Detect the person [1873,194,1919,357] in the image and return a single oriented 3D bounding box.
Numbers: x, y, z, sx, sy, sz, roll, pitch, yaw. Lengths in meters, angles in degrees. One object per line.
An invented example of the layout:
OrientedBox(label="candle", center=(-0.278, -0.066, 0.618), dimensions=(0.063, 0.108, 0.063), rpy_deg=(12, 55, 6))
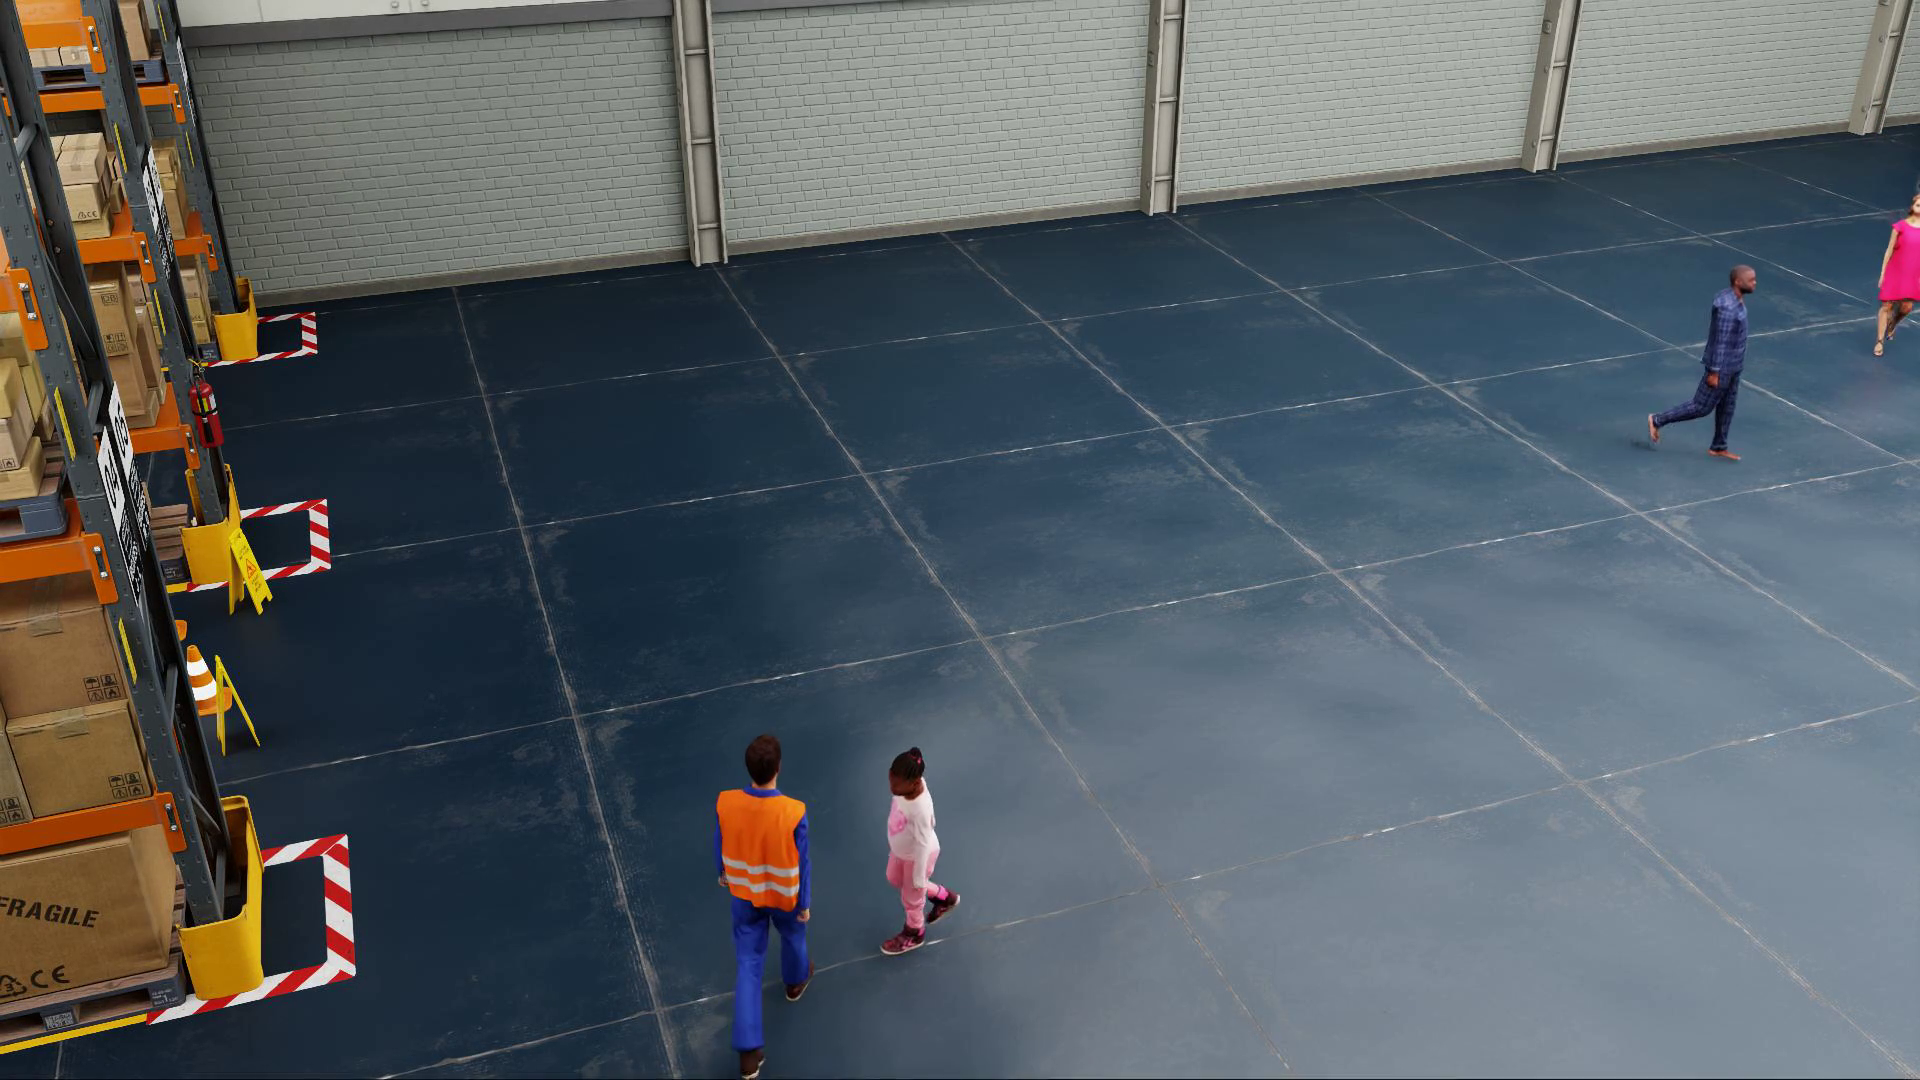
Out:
OrientedBox(label="person", center=(9.672, -2.746, 17.088), dimensions=(0.814, 1.719, 0.861), rpy_deg=(9, 29, 16))

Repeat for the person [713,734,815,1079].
OrientedBox(label="person", center=(-1.006, 1.848, 8.352), dimensions=(1.263, 1.821, 1.148), rpy_deg=(4, 28, 7))

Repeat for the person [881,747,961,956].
OrientedBox(label="person", center=(-0.192, 1.665, 9.104), dimensions=(0.718, 1.438, 0.613), rpy_deg=(-8, 29, -15))

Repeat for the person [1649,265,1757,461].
OrientedBox(label="person", center=(6.687, -1.584, 14.823), dimensions=(1.138, 1.796, 1.104), rpy_deg=(14, 31, 25))
